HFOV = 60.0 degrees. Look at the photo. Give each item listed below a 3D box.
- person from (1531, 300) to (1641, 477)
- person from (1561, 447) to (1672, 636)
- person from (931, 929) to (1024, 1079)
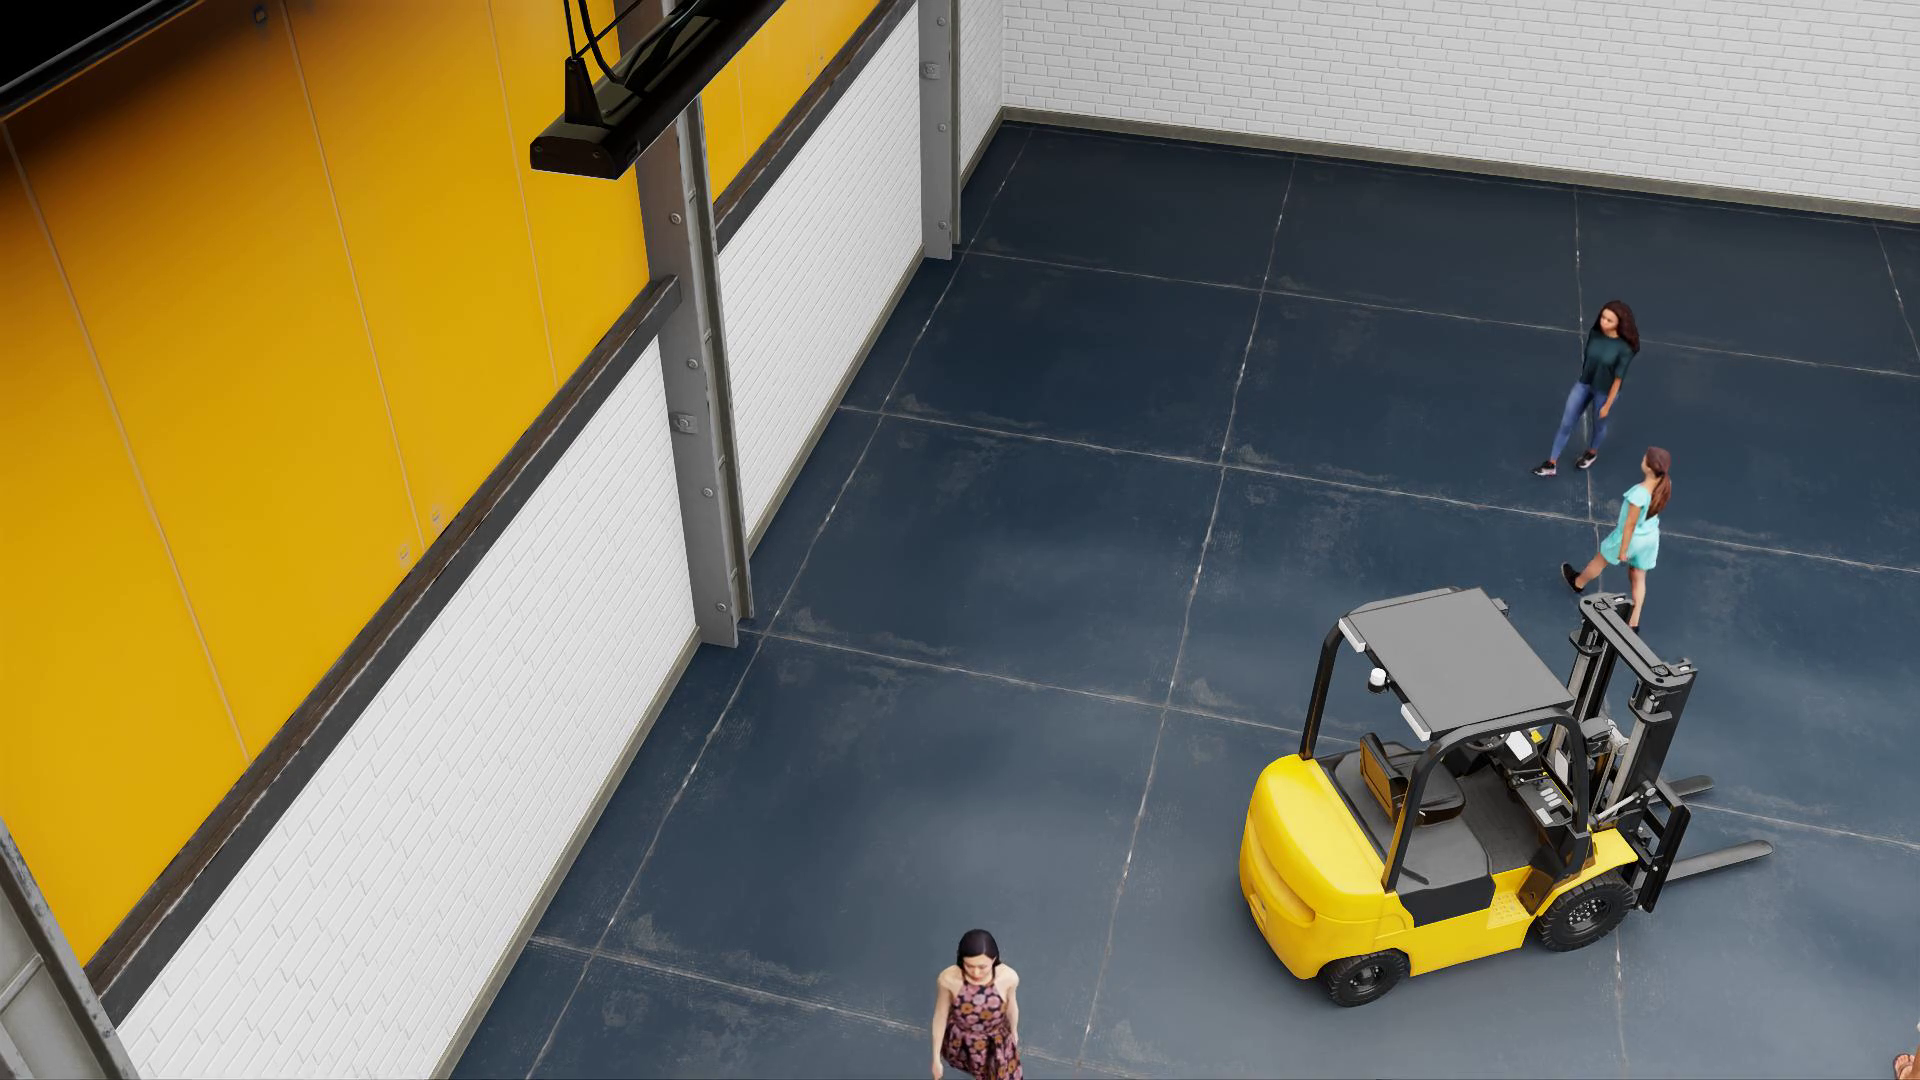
[{"bbox_3d":[5.232,-1.239,13.498,1.040,1.590,0.944,-25,45,-28],"label":"person"},{"bbox_3d":[4.908,0.025,11.970,0.911,1.523,1.051,-14,41,-17],"label":"person"},{"bbox_3d":[0.087,2.552,8.645,0.836,1.723,1.218,0,39,0],"label":"person"}]
